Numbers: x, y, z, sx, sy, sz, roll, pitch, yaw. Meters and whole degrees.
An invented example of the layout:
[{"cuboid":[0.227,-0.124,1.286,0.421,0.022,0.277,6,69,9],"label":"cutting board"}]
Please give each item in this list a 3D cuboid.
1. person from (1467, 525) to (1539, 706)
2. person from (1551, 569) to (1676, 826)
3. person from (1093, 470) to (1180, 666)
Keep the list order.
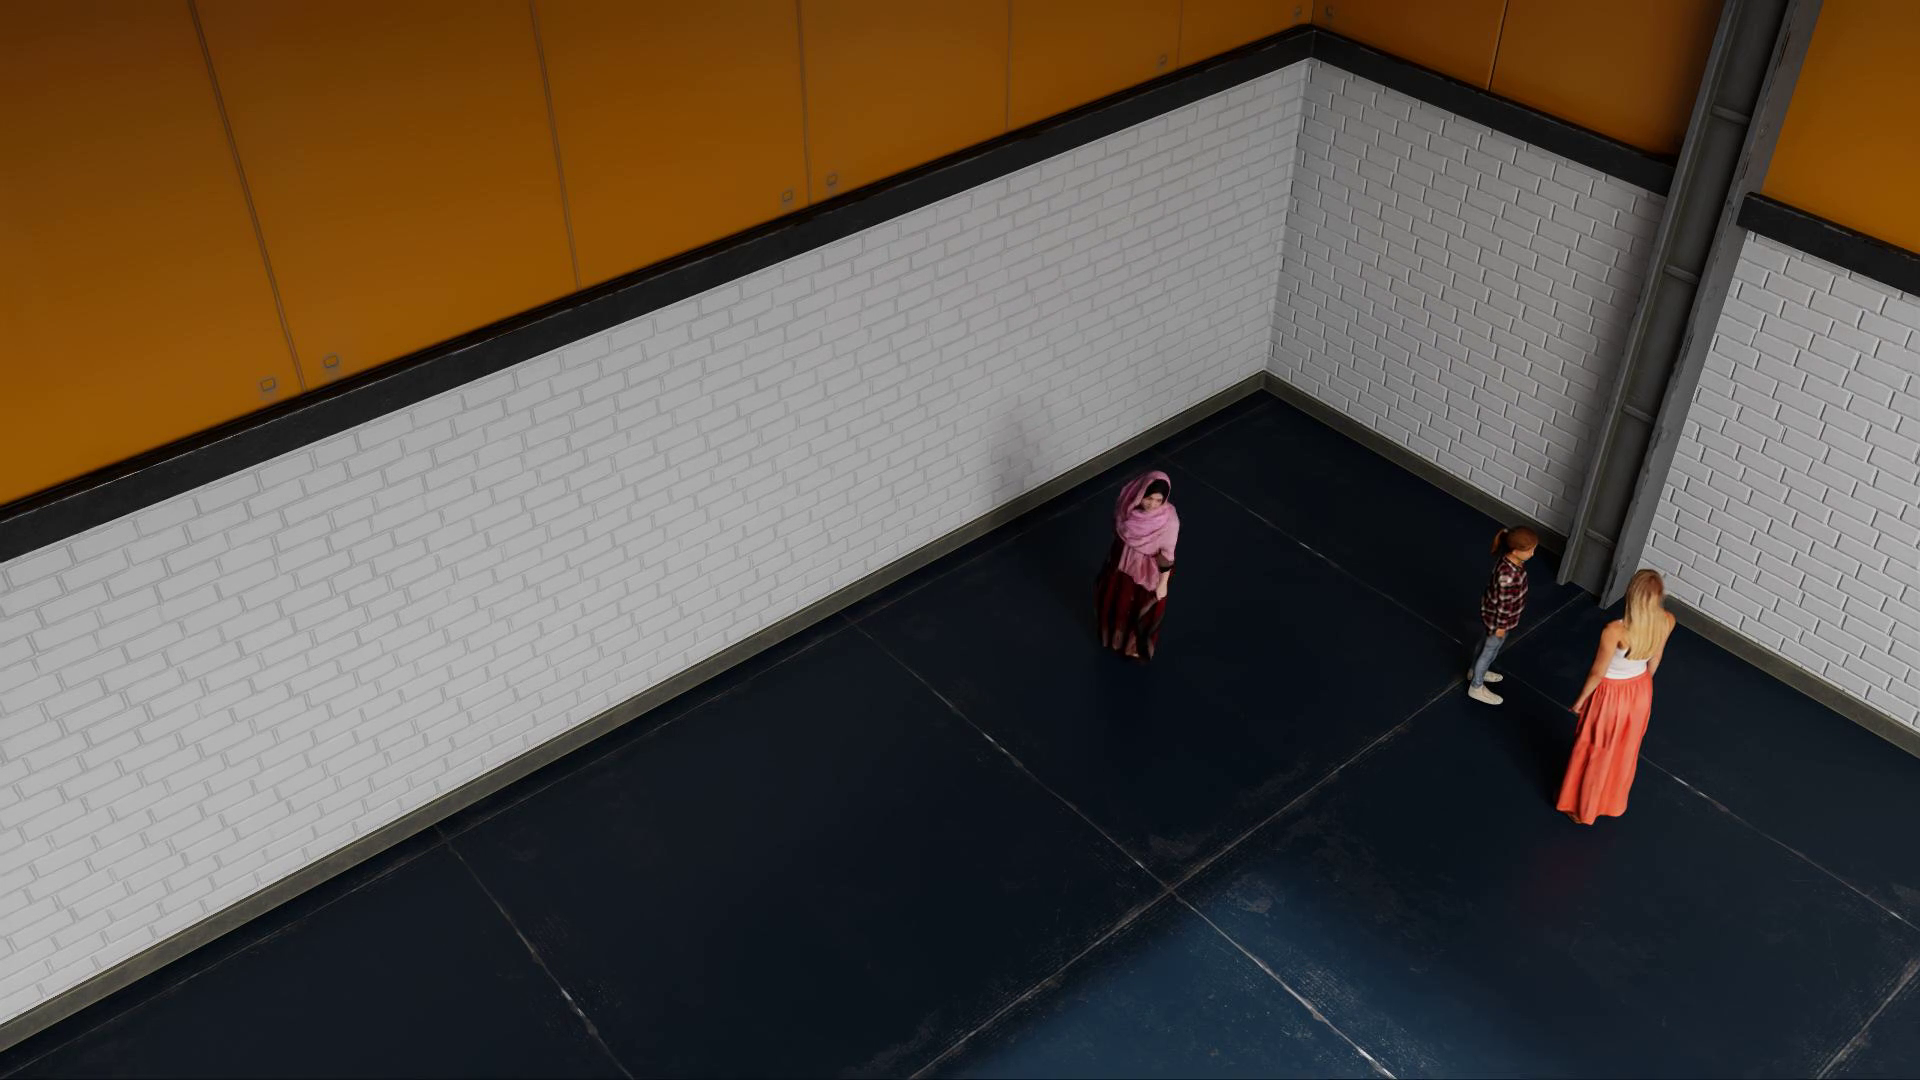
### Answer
[{"cuboid":[3.369,0.440,10.402,0.658,1.306,0.619,10,40,12],"label":"person"},{"cuboid":[3.721,0.900,9.429,0.720,1.801,0.720,-10,40,-12],"label":"person"},{"cuboid":[1.141,0.129,10.535,0.854,1.626,0.717,-30,47,-32],"label":"person"}]
